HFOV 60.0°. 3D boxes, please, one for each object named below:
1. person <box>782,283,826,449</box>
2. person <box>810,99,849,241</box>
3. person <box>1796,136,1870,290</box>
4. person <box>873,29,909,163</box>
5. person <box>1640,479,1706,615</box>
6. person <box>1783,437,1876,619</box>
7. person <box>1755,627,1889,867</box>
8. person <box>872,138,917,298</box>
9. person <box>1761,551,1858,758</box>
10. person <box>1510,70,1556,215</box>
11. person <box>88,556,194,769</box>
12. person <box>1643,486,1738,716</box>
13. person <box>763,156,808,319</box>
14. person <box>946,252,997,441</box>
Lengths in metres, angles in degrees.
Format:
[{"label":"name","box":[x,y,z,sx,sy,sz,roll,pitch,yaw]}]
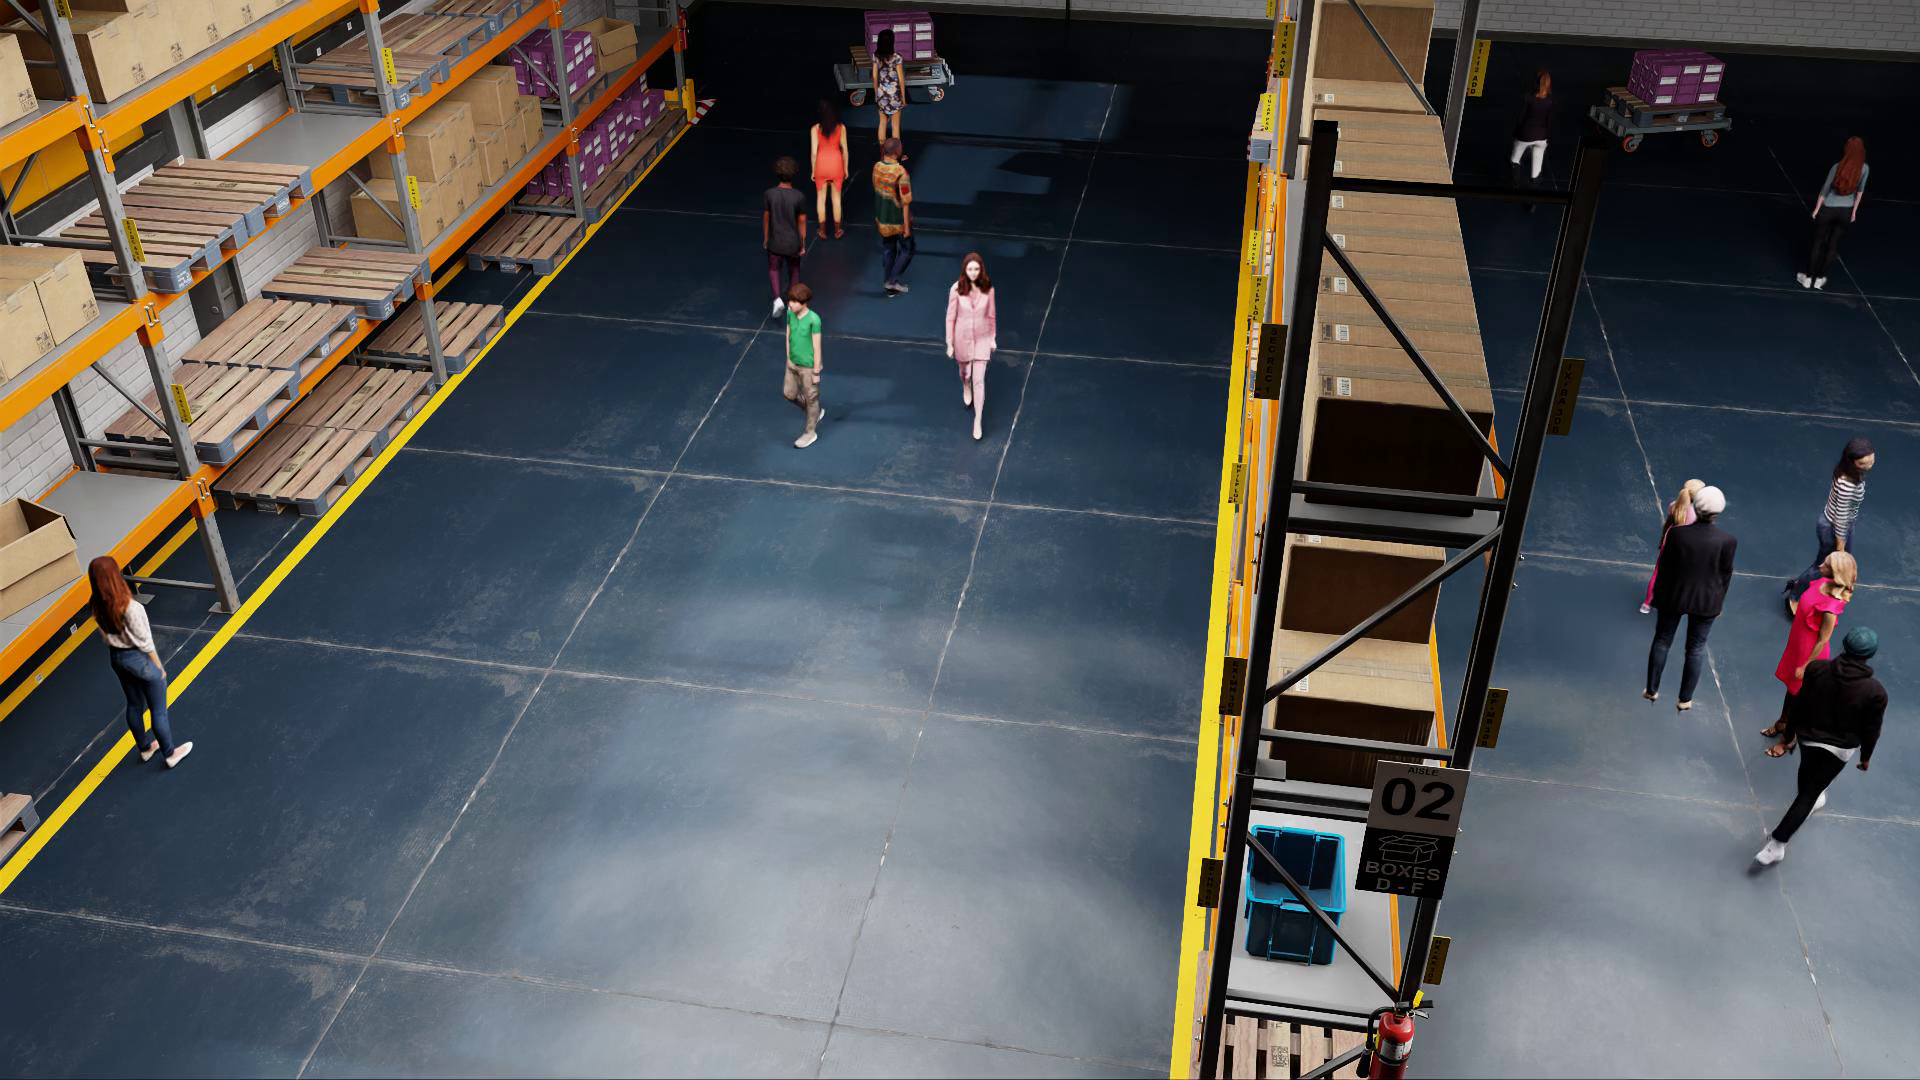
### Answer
[{"label":"person","box":[-1.398,-1.672,15.535,0.746,1.646,0.806,22,40,30]},{"label":"person","box":[-1.537,-4.339,19.487,0.685,1.714,0.681,-4,34,-6]},{"label":"person","box":[9.663,-3.615,18.373,0.593,1.741,0.546,9,35,13]},{"label":"person","box":[-0.927,-5.766,21.617,0.655,1.733,0.624,16,37,23]},{"label":"person","box":[5.712,0.073,13.251,0.618,1.269,0.561,-23,40,-30]},{"label":"person","box":[6.818,-0.060,13.012,0.841,1.755,0.680,10,35,15]},{"label":"person","box":[5.597,1.367,10.850,1.306,1.773,1.188,-25,41,-32]},{"label":"person","box":[-0.778,-3.475,18.110,0.821,1.799,0.850,29,43,36]},{"label":"person","box":[6.008,0.789,11.759,0.649,1.728,0.504,9,35,14]},{"label":"person","box":[6.936,-4.811,20.204,0.681,1.707,0.810,1,34,2]},{"label":"person","box":[-5.794,0.855,11.660,0.600,1.728,0.559,12,36,18]},{"label":"person","box":[5.067,0.426,11.452,0.793,1.777,0.703,17,37,24]},{"label":"person","box":[-1.865,-3.172,17.691,0.765,1.759,0.920,-3,34,-4]},{"label":"person","box":[0.107,-1.921,15.807,0.781,1.762,1.177,0,34,-1]}]
